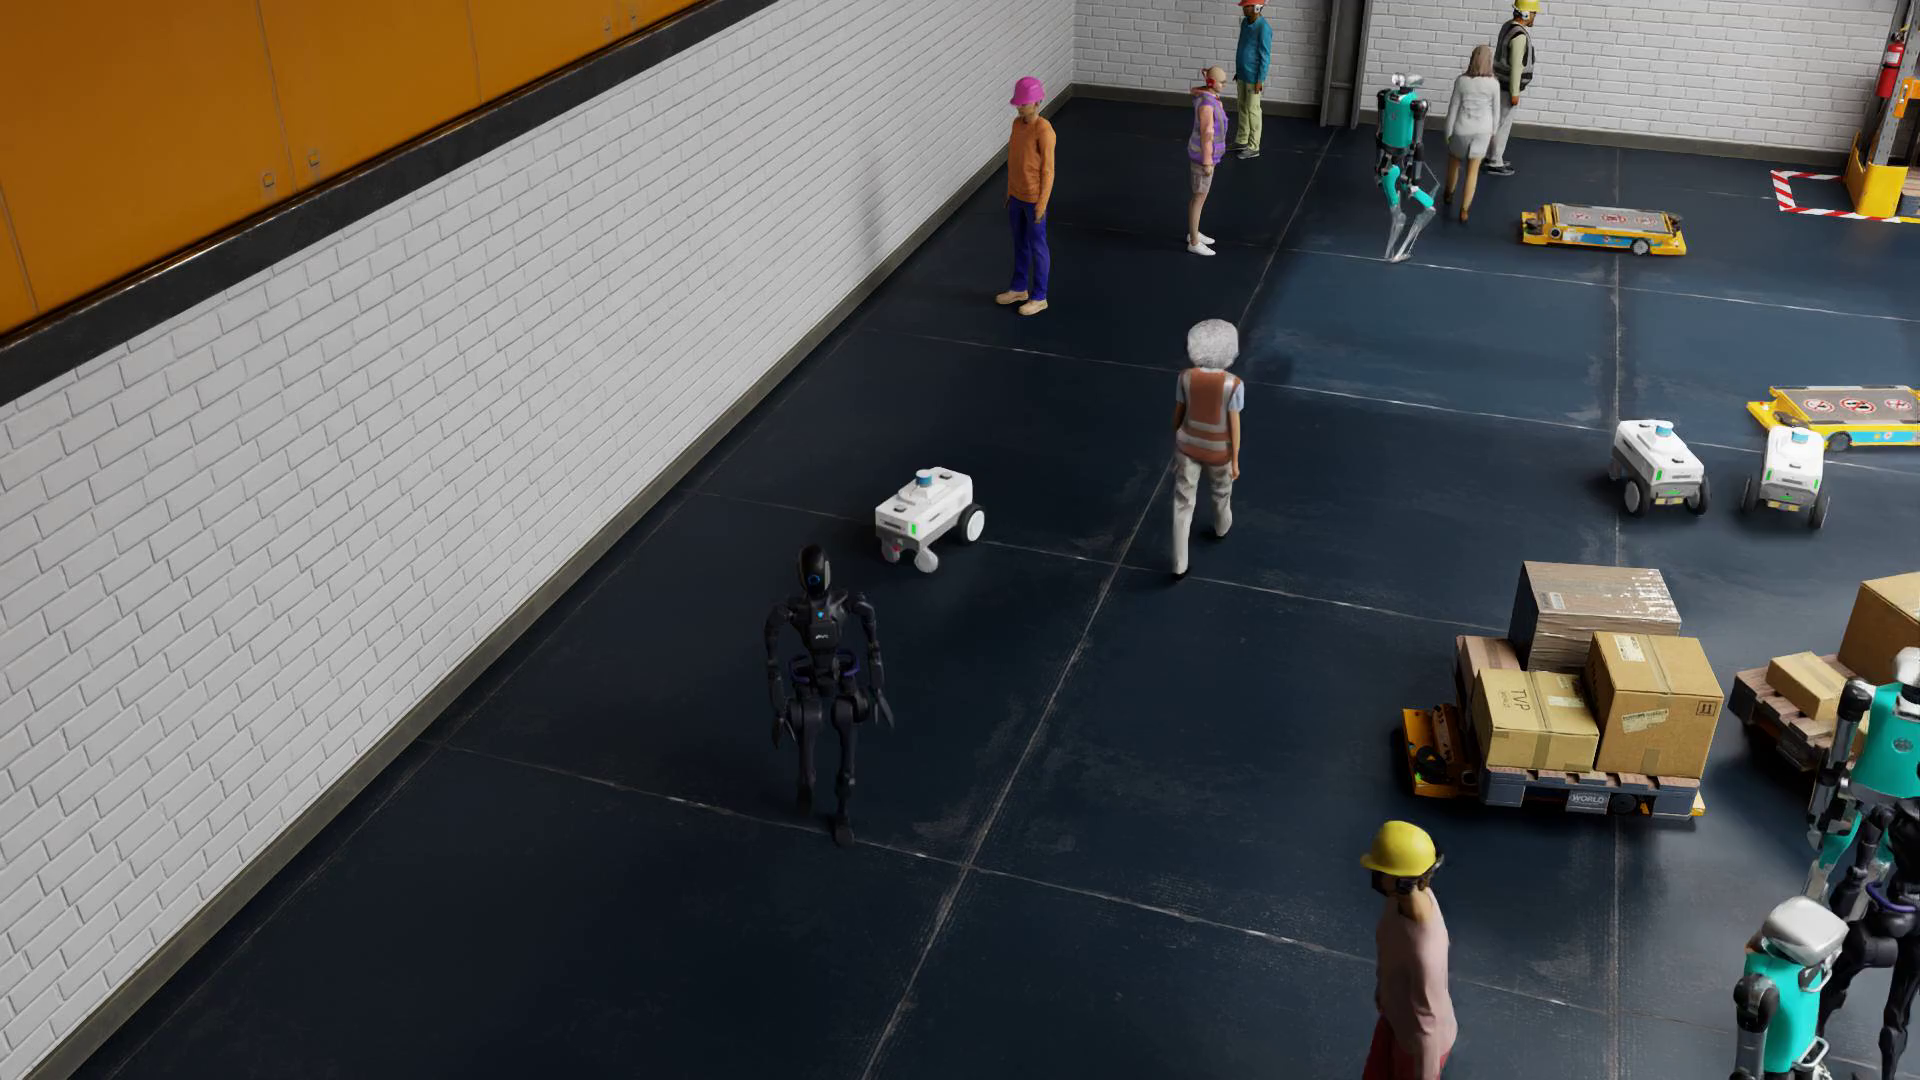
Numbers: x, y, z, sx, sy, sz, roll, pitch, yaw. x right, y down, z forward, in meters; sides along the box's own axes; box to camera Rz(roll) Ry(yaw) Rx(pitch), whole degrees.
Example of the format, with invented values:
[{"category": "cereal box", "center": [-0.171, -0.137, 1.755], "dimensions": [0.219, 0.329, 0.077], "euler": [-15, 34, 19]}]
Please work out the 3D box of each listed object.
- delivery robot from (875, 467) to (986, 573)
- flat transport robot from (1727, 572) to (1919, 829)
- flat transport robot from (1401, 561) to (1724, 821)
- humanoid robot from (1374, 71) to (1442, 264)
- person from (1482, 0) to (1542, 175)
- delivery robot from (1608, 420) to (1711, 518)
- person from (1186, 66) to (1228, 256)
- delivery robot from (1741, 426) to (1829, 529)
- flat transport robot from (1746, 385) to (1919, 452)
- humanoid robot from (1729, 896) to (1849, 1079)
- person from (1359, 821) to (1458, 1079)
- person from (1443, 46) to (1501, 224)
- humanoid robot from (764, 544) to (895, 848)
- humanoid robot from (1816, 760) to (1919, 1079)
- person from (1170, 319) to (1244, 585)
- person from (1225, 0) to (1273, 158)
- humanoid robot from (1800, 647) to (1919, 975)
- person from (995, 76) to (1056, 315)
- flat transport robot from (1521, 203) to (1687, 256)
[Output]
[{"category": "delivery robot", "center": [-0.203, -0.171, 10.651], "dimensions": [0.511, 0.612, 0.783], "euler": [19, 35, 28]}, {"category": "flat transport robot", "center": [4.835, 1.192, 8.598], "dimensions": [0.659, 0.231, 1.431], "euler": [-8, 31, -14]}, {"category": "flat transport robot", "center": [3.084, 1.124, 8.713], "dimensions": [1.431, 0.231, 0.659], "euler": [4, 31, 6]}, {"category": "humanoid robot", "center": [4.005, -3.239, 14.779], "dimensions": [0.727, 1.884, 0.543], "euler": [-18, 35, -28]}, {"category": "person", "center": [5.650, -4.682, 17.063], "dimensions": [0.403, 1.824, 0.594], "euler": [3, 31, 4]}, {"category": "delivery robot", "center": [4.697, -0.499, 11.206], "dimensions": [0.499, 0.609, 0.811], "euler": [-2, 31, -3]}, {"category": "person", "center": [2.227, -3.445, 15.078], "dimensions": [0.347, 1.686, 0.482], "euler": [4, 31, 7]}, {"category": "delivery robot", "center": [5.555, -0.459, 11.125], "dimensions": [0.499, 0.595, 0.797], "euler": [13, 33, 21]}, {"category": "flat transport robot", "center": [6.600, -0.889, 12.138], "dimensions": [1.431, 0.231, 0.659], "euler": [0, 30, -1]}, {"category": "humanoid robot", "center": [3.017, 2.103, 5.661], "dimensions": [0.546, 1.762, 1.030], "euler": [-26, 39, -37]}, {"category": "person", "center": [1.738, 1.796, 6.138], "dimensions": [0.682, 1.722, 0.582], "euler": [3, 31, 5]}, {"category": "person", "center": [4.900, -3.923, 15.966], "dimensions": [0.506, 1.614, 0.804], "euler": [7, 31, 12]}, {"category": "humanoid robot", "center": [-0.624, 0.737, 7.986], "dimensions": [0.599, 1.651, 0.381], "euler": [-6, 31, -10]}, {"category": "humanoid robot", "center": [3.742, 1.531, 6.646], "dimensions": [0.600, 1.637, 0.569], "euler": [-2, 30, -3]}, {"category": "person", "center": [1.536, -0.590, 10.273], "dimensions": [0.458, 1.631, 0.867], "euler": [12, 32, 19]}, {"category": "person", "center": [3.038, -4.924, 17.536], "dimensions": [0.341, 1.748, 0.572], "euler": [-9, 32, -15]}, {"category": "humanoid robot", "center": [3.966, 1.171, 7.211], "dimensions": [0.535, 1.829, 0.674], "euler": [17, 35, 27]}, {"category": "person", "center": [0.562, -2.858, 13.800], "dimensions": [0.375, 1.984, 0.507], "euler": [-21, 36, -31]}, {"category": "flat transport robot", "center": [6.017, -2.911, 15.578], "dimensions": [1.431, 0.231, 0.659], "euler": [7, 31, 13]}]
